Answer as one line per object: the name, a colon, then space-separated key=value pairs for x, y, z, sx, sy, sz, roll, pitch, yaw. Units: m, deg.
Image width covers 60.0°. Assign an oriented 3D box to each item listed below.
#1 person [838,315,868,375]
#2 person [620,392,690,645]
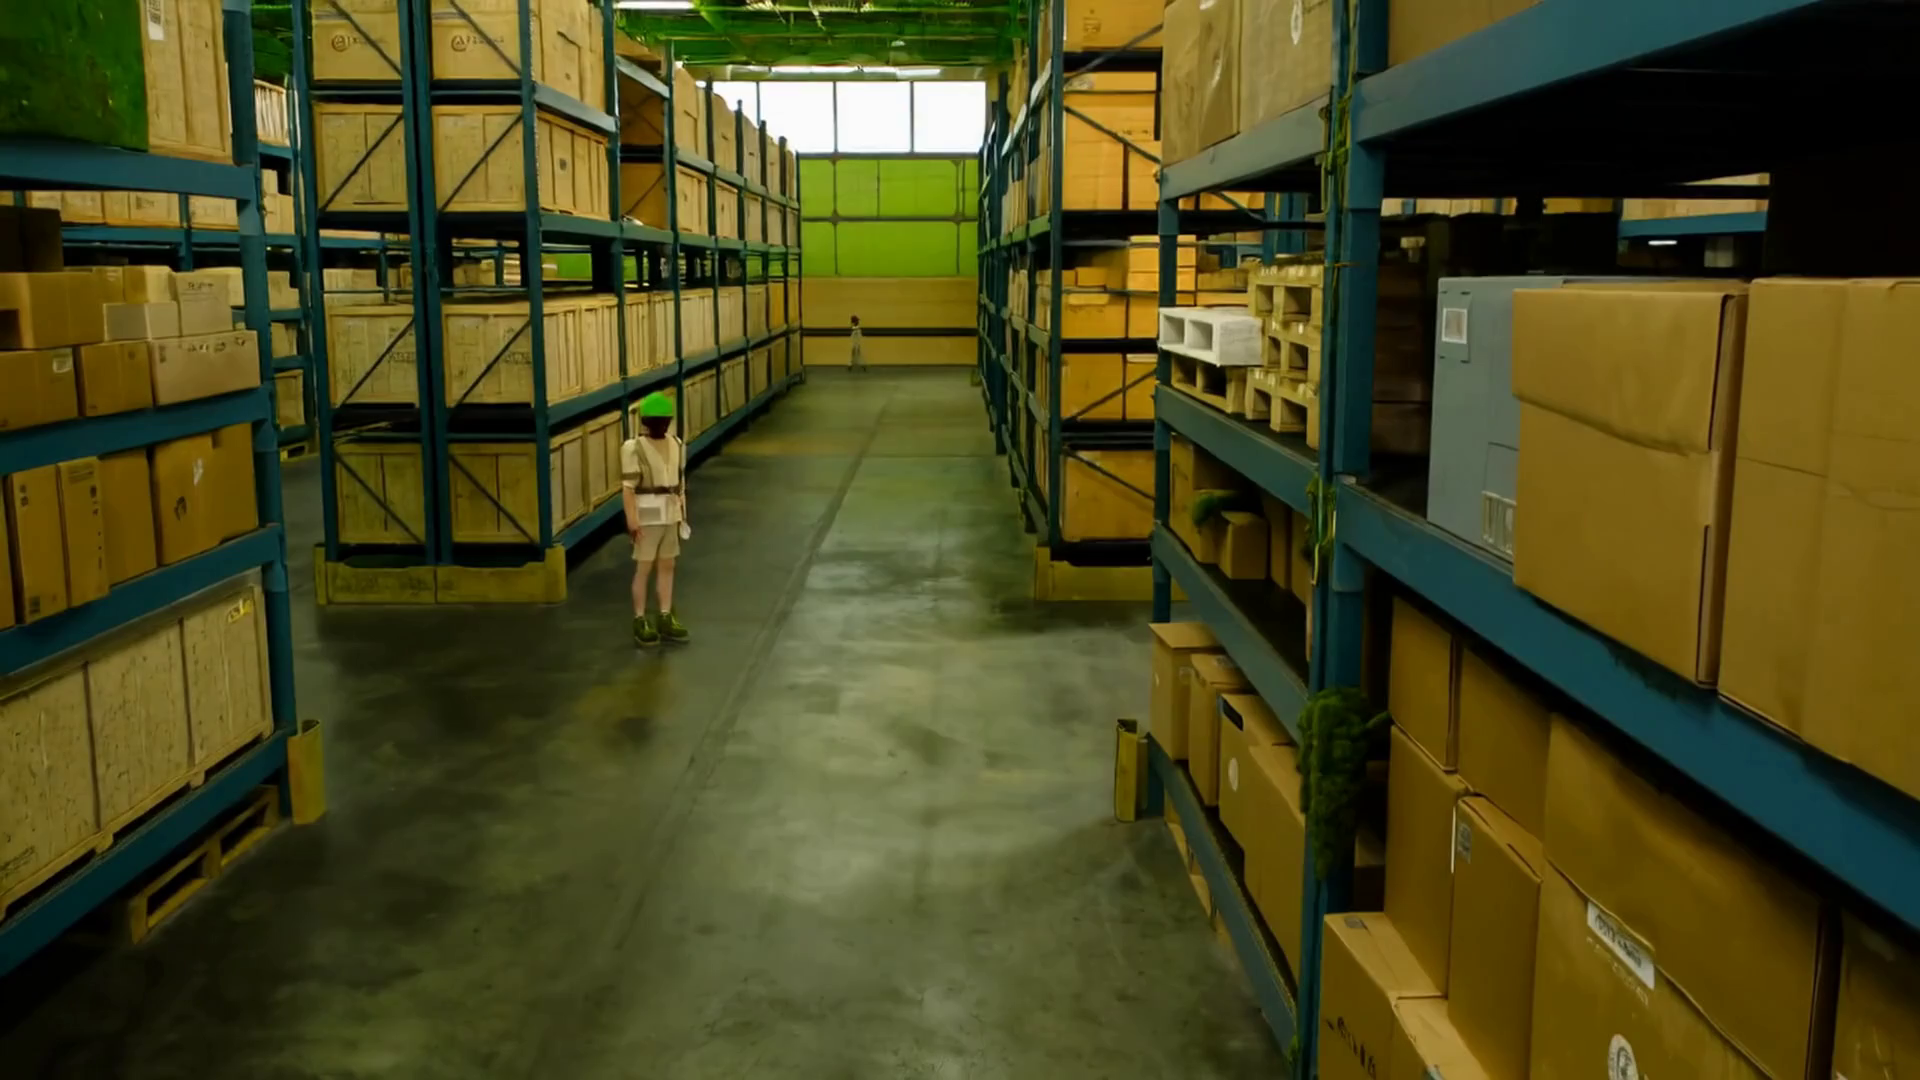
person: x=-3.035 y=-5.540 z=47.389 sx=0.880 sy=1.701 sz=0.592 roll=0 pitch=9 yaw=-3
person: x=-2.452 y=-0.180 z=13.522 sx=0.374 sy=2.044 sz=0.606 roll=8 pitch=12 yaw=42
